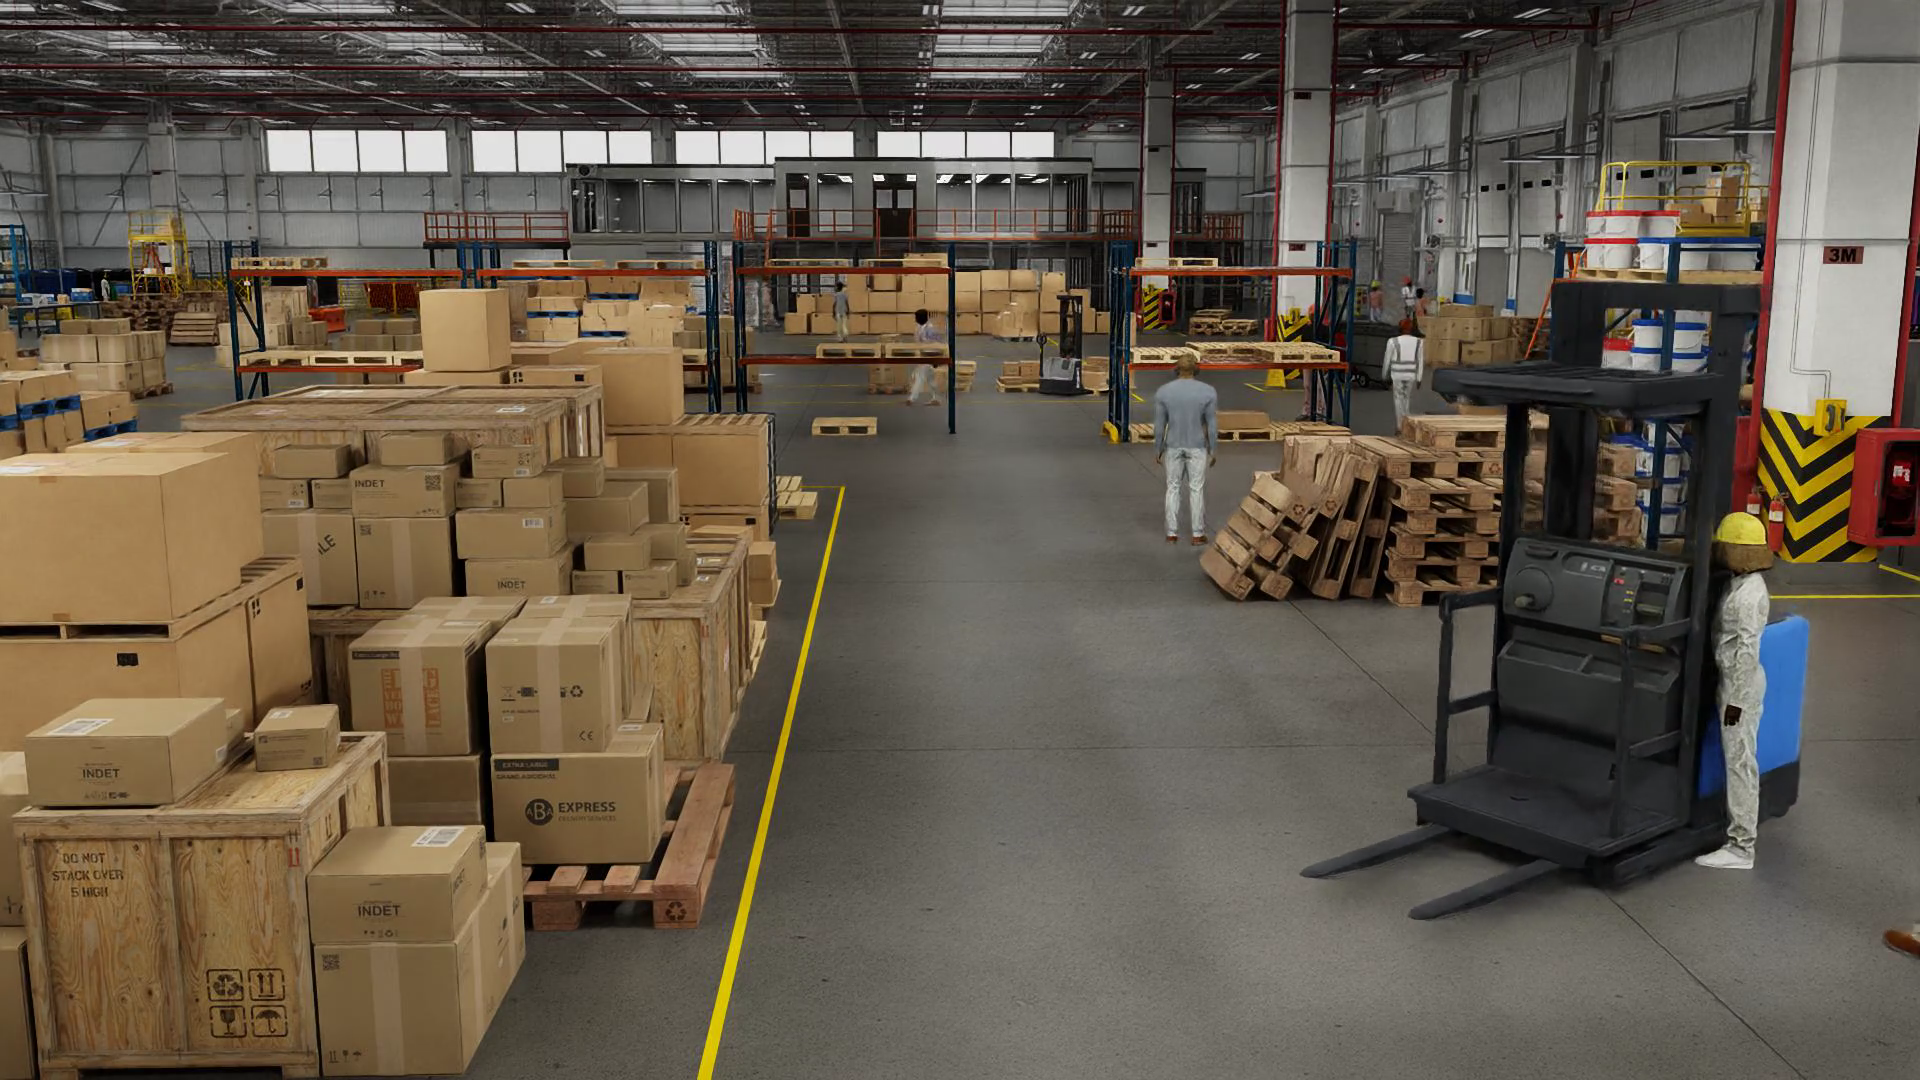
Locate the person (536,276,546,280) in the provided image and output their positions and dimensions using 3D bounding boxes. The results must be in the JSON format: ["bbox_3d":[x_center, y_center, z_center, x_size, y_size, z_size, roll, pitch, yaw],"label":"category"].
[{"bbox_3d":[-15.515,-9.085,61.933,0.536,2.000,0.688,-6,12,-32],"label":"person"}]

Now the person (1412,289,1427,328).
[{"bbox_3d":[13.748,-6.663,49.529,0.867,1.656,0.542,-2,10,-13],"label":"person"}]

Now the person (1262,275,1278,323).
[{"bbox_3d":[11.626,-9.135,62.469,0.605,1.948,0.389,4,11,24],"label":"person"}]

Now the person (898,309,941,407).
[{"bbox_3d":[-0.741,-3.335,30.583,0.941,1.800,0.625,-3,11,-18],"label":"person"}]

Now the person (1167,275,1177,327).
[{"bbox_3d":[7.558,-8.613,59.428,0.382,1.995,0.612,1,10,7],"label":"person"}]

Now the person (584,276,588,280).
[{"bbox_3d":[-10.945,-6.785,49.109,0.615,2.042,0.374,4,11,20],"label":"person"}]

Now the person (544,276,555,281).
[{"bbox_3d":[-16.101,-9.590,65.092,0.620,1.913,0.411,-3,11,-14],"label":"person"}]

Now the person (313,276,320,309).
[{"bbox_3d":[-25.279,-9.572,65.439,0.344,1.756,0.518,-6,12,-28],"label":"person"}]

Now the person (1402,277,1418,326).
[{"bbox_3d":[15.068,-7.859,55.590,0.573,1.866,0.985,0,10,3],"label":"person"}]

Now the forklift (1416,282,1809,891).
[{"bbox_3d":[3.429,0.094,8.456,1.873,2.768,1.129,-8,13,-37],"label":"forklift"}]

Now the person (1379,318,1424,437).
[{"bbox_3d":[6.887,-2.543,26.011,0.593,1.856,0.813,-1,10,-7],"label":"person"}]

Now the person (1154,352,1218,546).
[{"bbox_3d":[2.261,-0.905,16.650,0.635,1.936,0.353,3,11,16],"label":"person"}]

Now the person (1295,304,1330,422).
[{"bbox_3d":[5.957,-2.974,28.013,0.387,1.992,0.625,-8,13,-38],"label":"person"}]

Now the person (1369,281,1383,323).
[{"bbox_3d":[13.665,-7.616,54.565,0.534,1.741,0.563,8,13,38],"label":"person"}]

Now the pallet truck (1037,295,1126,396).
[{"bbox_3d":[2.483,-3.881,33.060,1.885,1.965,0.823,-7,13,-36],"label":"pallet truck"}]

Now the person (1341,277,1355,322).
[{"bbox_3d":[13.324,-8.109,57.094,0.488,1.827,0.623,9,13,40],"label":"person"}]

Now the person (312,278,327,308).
[{"bbox_3d":[-25.898,-9.961,67.290,0.591,1.869,0.623,0,10,1],"label":"person"}]

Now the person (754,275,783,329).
[{"bbox_3d":[-6.688,-8.227,57.580,1.014,1.894,0.638,-4,11,-20],"label":"person"}]

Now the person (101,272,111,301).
[{"bbox_3d":[-32.936,-9.408,64.203,0.328,1.873,0.512,-10,14,-44],"label":"person"}]

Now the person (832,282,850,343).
[{"bbox_3d":[-3.524,-6.717,49.251,0.552,1.858,0.436,-3,11,-16],"label":"person"}]

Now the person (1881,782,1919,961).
[{"bbox_3d":[4.155,0.926,6.583,0.641,1.906,0.952,-3,11,-18],"label":"person"}]

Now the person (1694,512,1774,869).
[{"bbox_3d":[3.758,0.727,8.097,0.322,1.743,0.489,4,11,23],"label":"person"}]
